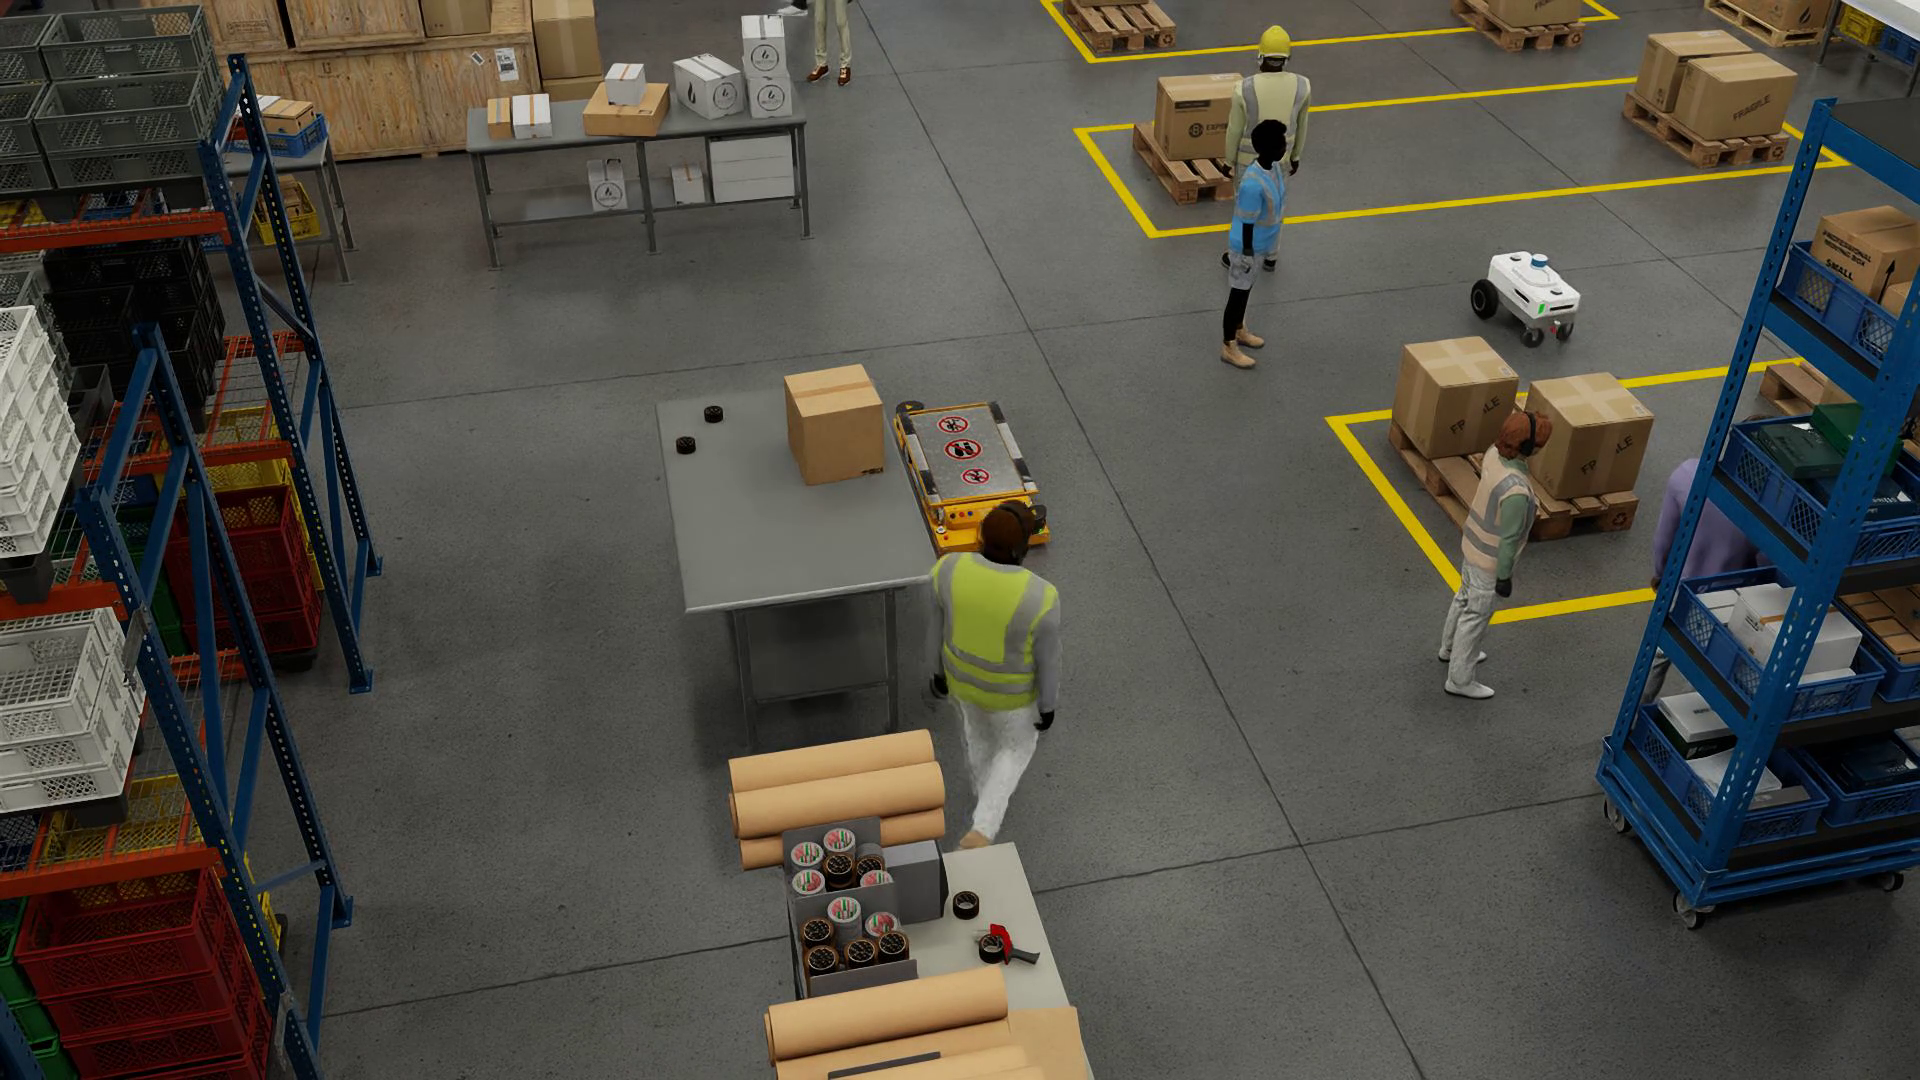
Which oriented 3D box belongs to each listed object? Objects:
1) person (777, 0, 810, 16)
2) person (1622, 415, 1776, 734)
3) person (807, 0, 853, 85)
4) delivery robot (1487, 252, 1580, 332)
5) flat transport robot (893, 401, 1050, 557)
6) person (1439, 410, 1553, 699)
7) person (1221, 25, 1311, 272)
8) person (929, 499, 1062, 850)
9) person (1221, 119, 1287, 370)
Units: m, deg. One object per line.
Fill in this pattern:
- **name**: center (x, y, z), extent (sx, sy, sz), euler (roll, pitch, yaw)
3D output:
- **person**: center (-1.711, -6.172, 16.474), extent (0.408, 1.899, 0.604), euler (6, 37, 8)
- **person**: center (3.517, 0.248, 7.810), extent (0.372, 1.940, 0.632), euler (-27, 44, -31)
- **person**: center (-1.185, -5.051, 14.989), extent (0.538, 1.869, 0.313), euler (10, 38, 13)
- **delivery robot**: center (3.988, -1.750, 11.571), extent (0.477, 0.478, 0.707), euler (-10, 38, -13)
- **flat transport robot**: center (0.046, -0.430, 10.108), extent (0.652, 0.197, 1.431), euler (-8, 37, -10)
- **person**: center (2.656, 0.063, 8.317), extent (0.312, 1.633, 0.517), euler (3, 37, 4)
- **person**: center (2.179, -2.787, 11.978), extent (0.598, 1.832, 0.404), euler (-6, 37, -8)
- **person**: center (0.122, 0.654, 7.371), extent (0.636, 1.818, 0.664), euler (20, 41, 24)
- **person**: center (1.944, -1.972, 10.993), extent (0.322, 1.696, 0.536), euler (14, 39, 18)
